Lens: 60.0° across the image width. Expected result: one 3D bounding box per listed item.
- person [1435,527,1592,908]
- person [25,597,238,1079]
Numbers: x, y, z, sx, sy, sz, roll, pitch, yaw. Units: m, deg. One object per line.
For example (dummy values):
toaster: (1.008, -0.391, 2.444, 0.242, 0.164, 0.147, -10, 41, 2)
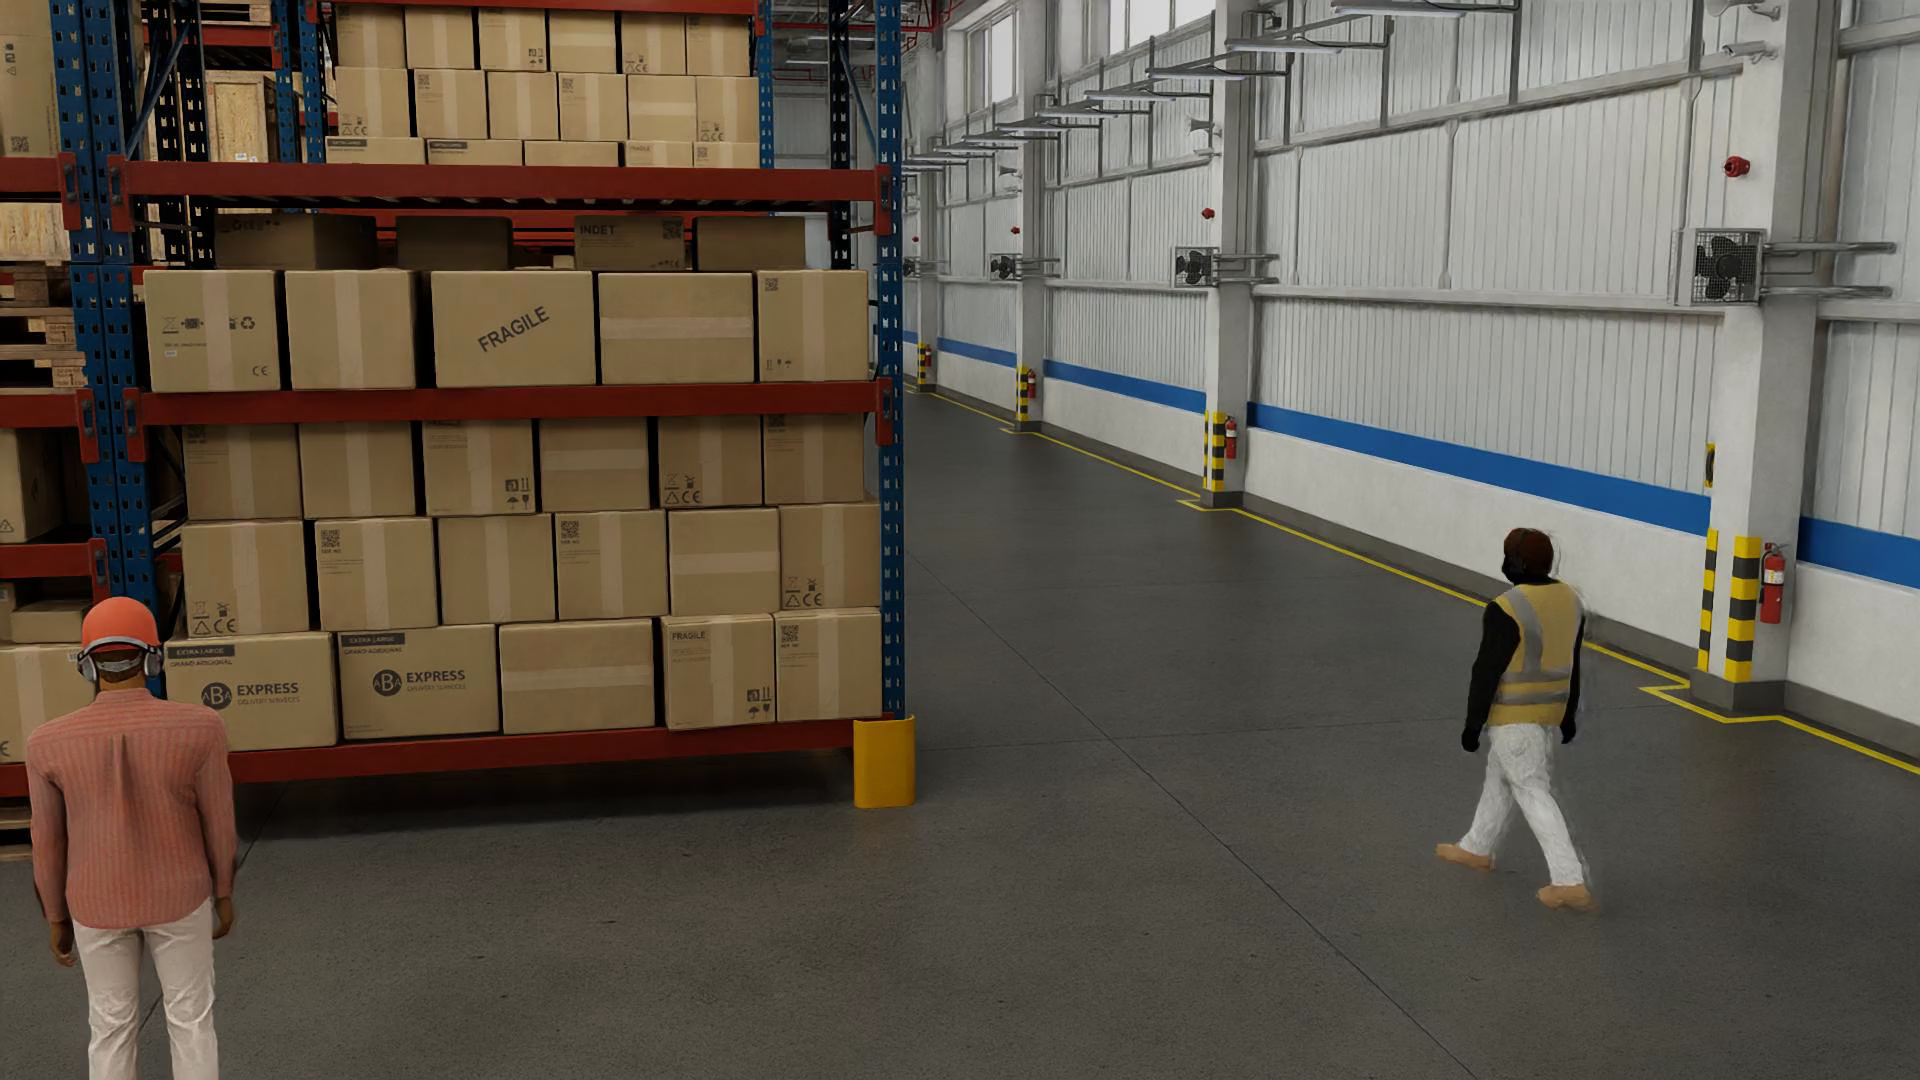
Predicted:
person: (2.727, 0.834, 8.024, 0.639, 1.801, 0.944, -7, 12, -37)
person: (-2.679, 1.168, 5.452, 0.601, 1.977, 0.434, -3, 10, -16)
